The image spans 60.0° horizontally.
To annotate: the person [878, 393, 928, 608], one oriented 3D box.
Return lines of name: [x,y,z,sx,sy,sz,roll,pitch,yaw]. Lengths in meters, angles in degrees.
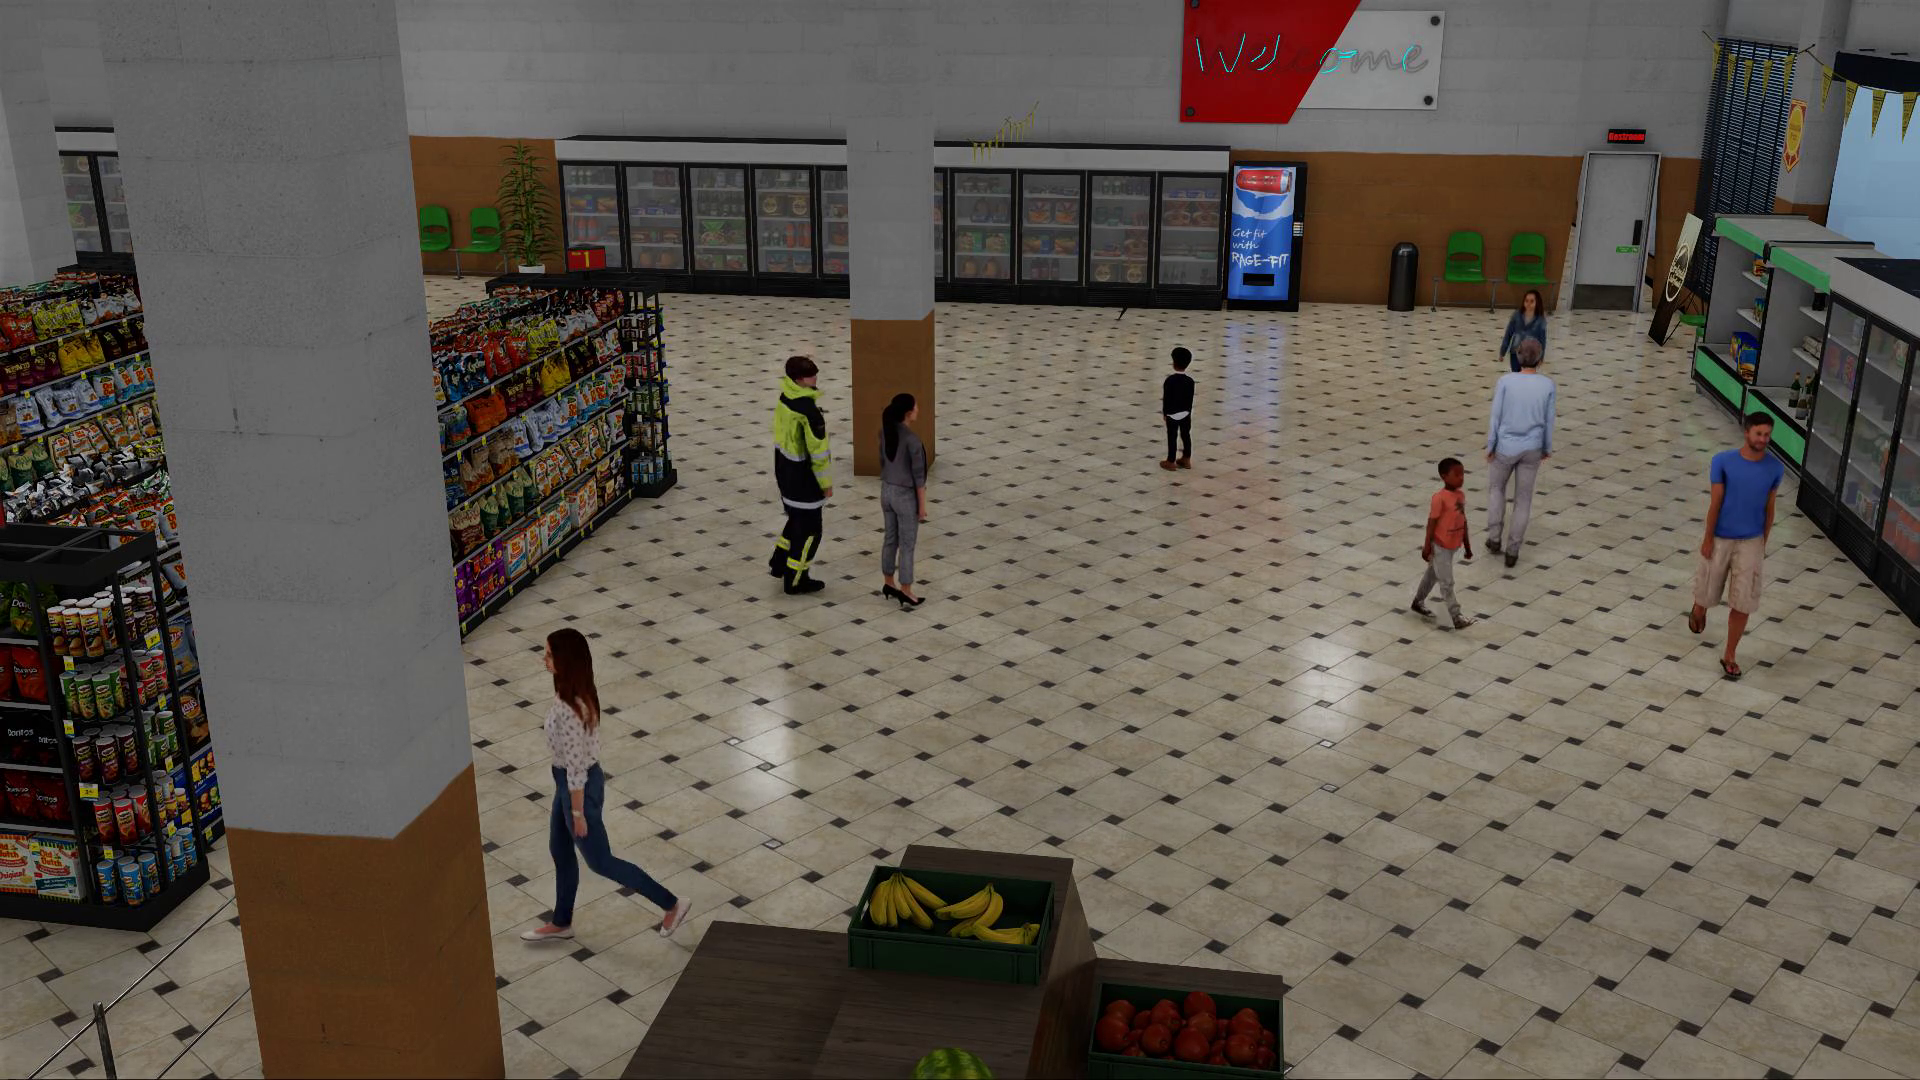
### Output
person: [-0.461,-0.306,12.781,0.755,1.675,0.718,-17,25,-40]

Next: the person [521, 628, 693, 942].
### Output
person: [-1.762,1.242,8.148,0.831,1.702,1.090,-2,19,-6]

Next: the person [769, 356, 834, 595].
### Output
person: [-1.244,-0.504,12.957,1.058,1.939,0.953,-15,24,-38]

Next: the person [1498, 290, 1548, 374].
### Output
person: [6.182,-2.001,18.169,0.872,1.445,1.053,15,24,37]

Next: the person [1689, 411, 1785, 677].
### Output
person: [5.416,-0.024,11.689,0.690,1.838,1.059,5,19,13]

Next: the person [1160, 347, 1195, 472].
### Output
person: [2.163,-1.298,16.431,0.573,1.222,0.610,-8,20,-24]

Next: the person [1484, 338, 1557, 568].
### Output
person: [4.575,-0.693,13.620,0.721,1.873,0.794,5,19,13]

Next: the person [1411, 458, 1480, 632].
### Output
person: [3.567,0.015,12.447,0.862,1.281,0.925,-12,22,-32]
